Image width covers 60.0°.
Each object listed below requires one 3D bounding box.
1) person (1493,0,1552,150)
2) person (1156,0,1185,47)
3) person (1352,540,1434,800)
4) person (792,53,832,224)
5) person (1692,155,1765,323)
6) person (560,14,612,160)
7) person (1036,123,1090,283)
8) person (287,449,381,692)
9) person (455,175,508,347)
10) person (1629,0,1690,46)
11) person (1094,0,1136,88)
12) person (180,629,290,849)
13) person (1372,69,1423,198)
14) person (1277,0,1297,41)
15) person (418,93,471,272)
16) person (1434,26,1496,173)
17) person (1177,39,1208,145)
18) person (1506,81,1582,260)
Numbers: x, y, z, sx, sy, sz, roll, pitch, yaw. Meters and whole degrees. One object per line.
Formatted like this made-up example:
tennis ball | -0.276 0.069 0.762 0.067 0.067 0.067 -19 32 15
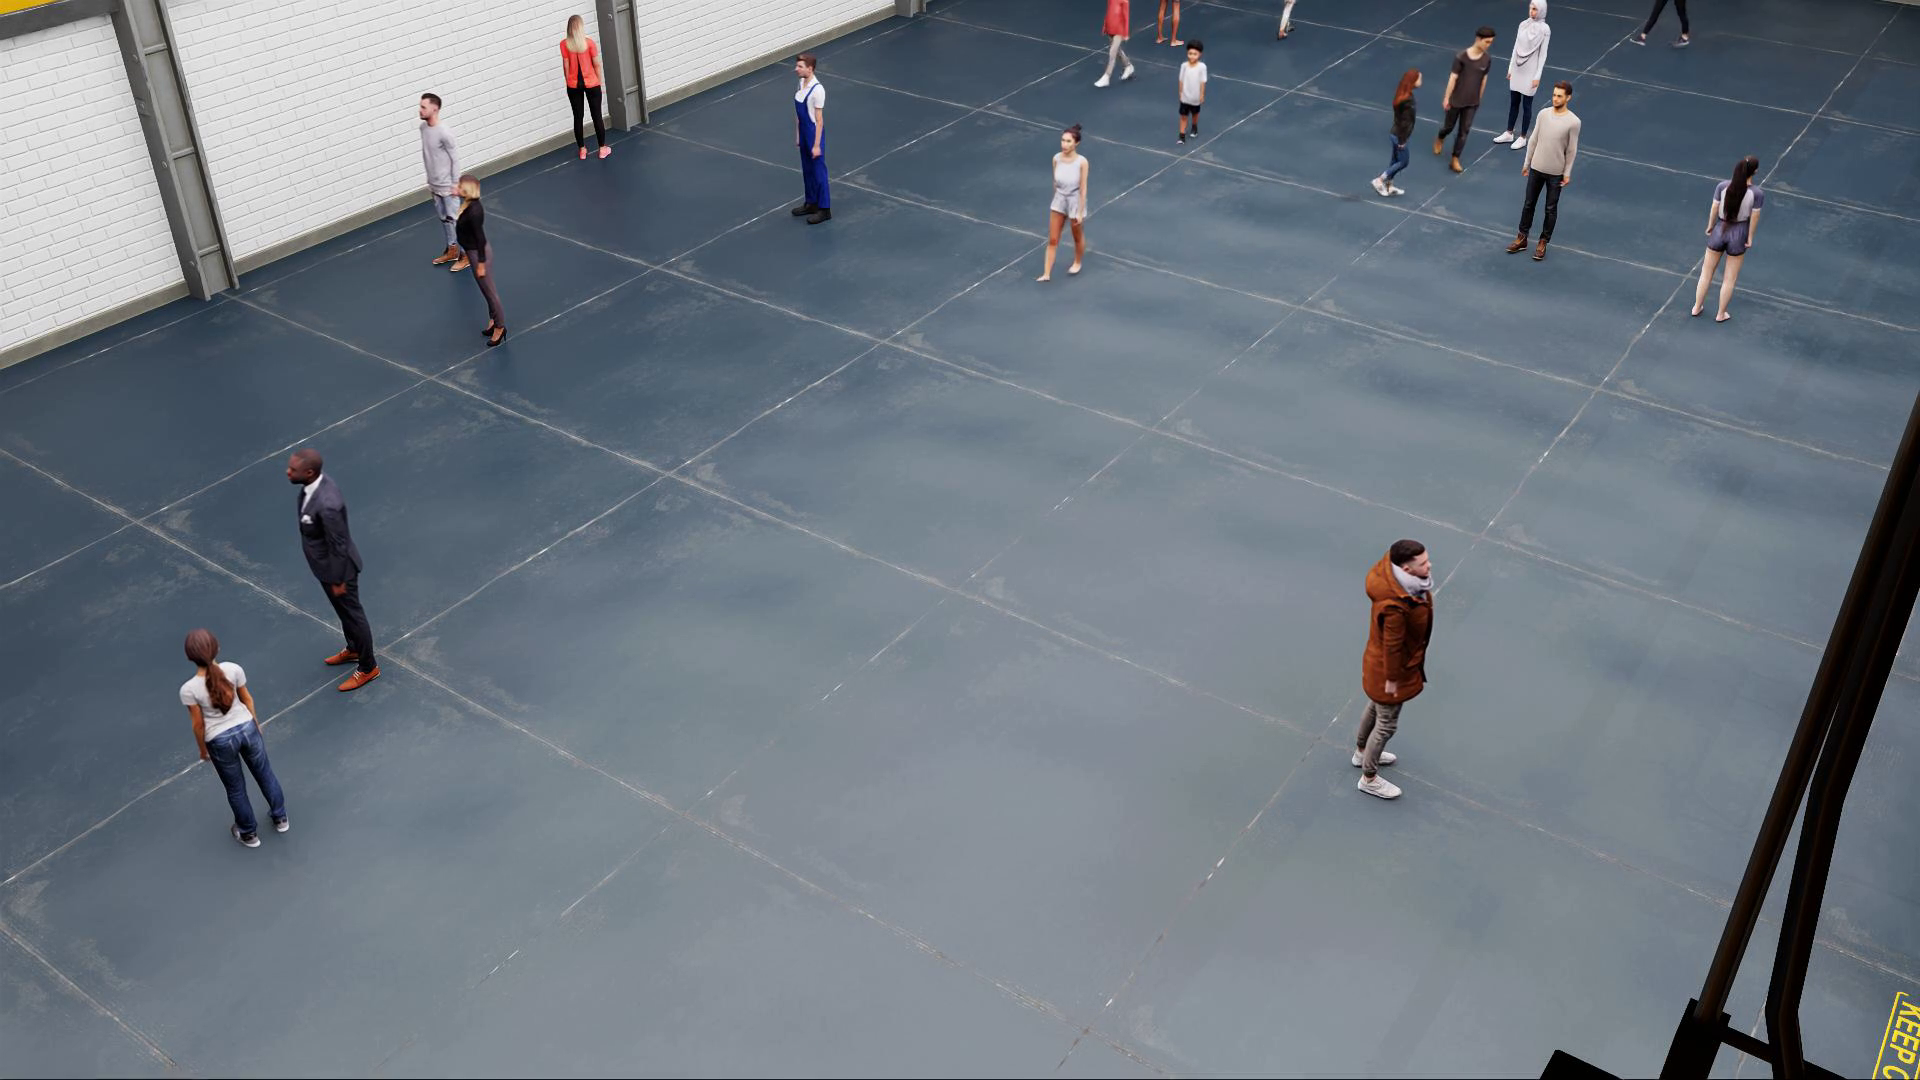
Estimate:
person | 6.820 -5.620 20.027 0.660 1.775 0.687 -20 39 -27
person | 2.985 -7.874 23.455 0.662 1.735 0.569 27 42 35
person | 2.676 0.772 10.353 0.899 1.839 0.808 4 34 6
person | -1.613 -4.397 18.119 0.687 1.851 0.701 -20 39 -28
person | 7.432 -2.919 16.077 0.593 1.649 0.503 22 40 30
person | -4.470 -5.379 19.740 0.678 1.693 0.708 0 34 -1
person | 1.158 -3.425 16.902 0.653 1.580 0.990 16 37 23
person | -4.244 0.165 11.281 0.772 1.824 0.785 -17 37 -24
person | -4.490 -2.636 15.631 0.710 1.672 0.677 -11 35 -16
person | 10.104 -7.708 23.277 1.128 1.655 1.089 -4 34 -7
person | 2.130 -6.770 22.103 1.009 1.393 0.734 -21 39 -29
person | -4.379 1.175 9.997 0.530 1.562 0.650 -25 41 -33
person | 4.894 -4.567 18.715 0.777 1.475 0.702 1 34 2
person | 4.670 -7.807 23.753 0.764 1.294 0.616 -28 43 -35
person | -5.299 -3.689 17.063 0.695 1.840 0.592 25 41 33
person | 5.866 -5.205 19.488 0.967 1.681 1.059 1 34 1
person | 2.851 -5.490 20.330 0.687 1.223 0.957 9 35 13
person | 6.116 -3.854 17.288 0.676 1.866 0.571 25 41 32
